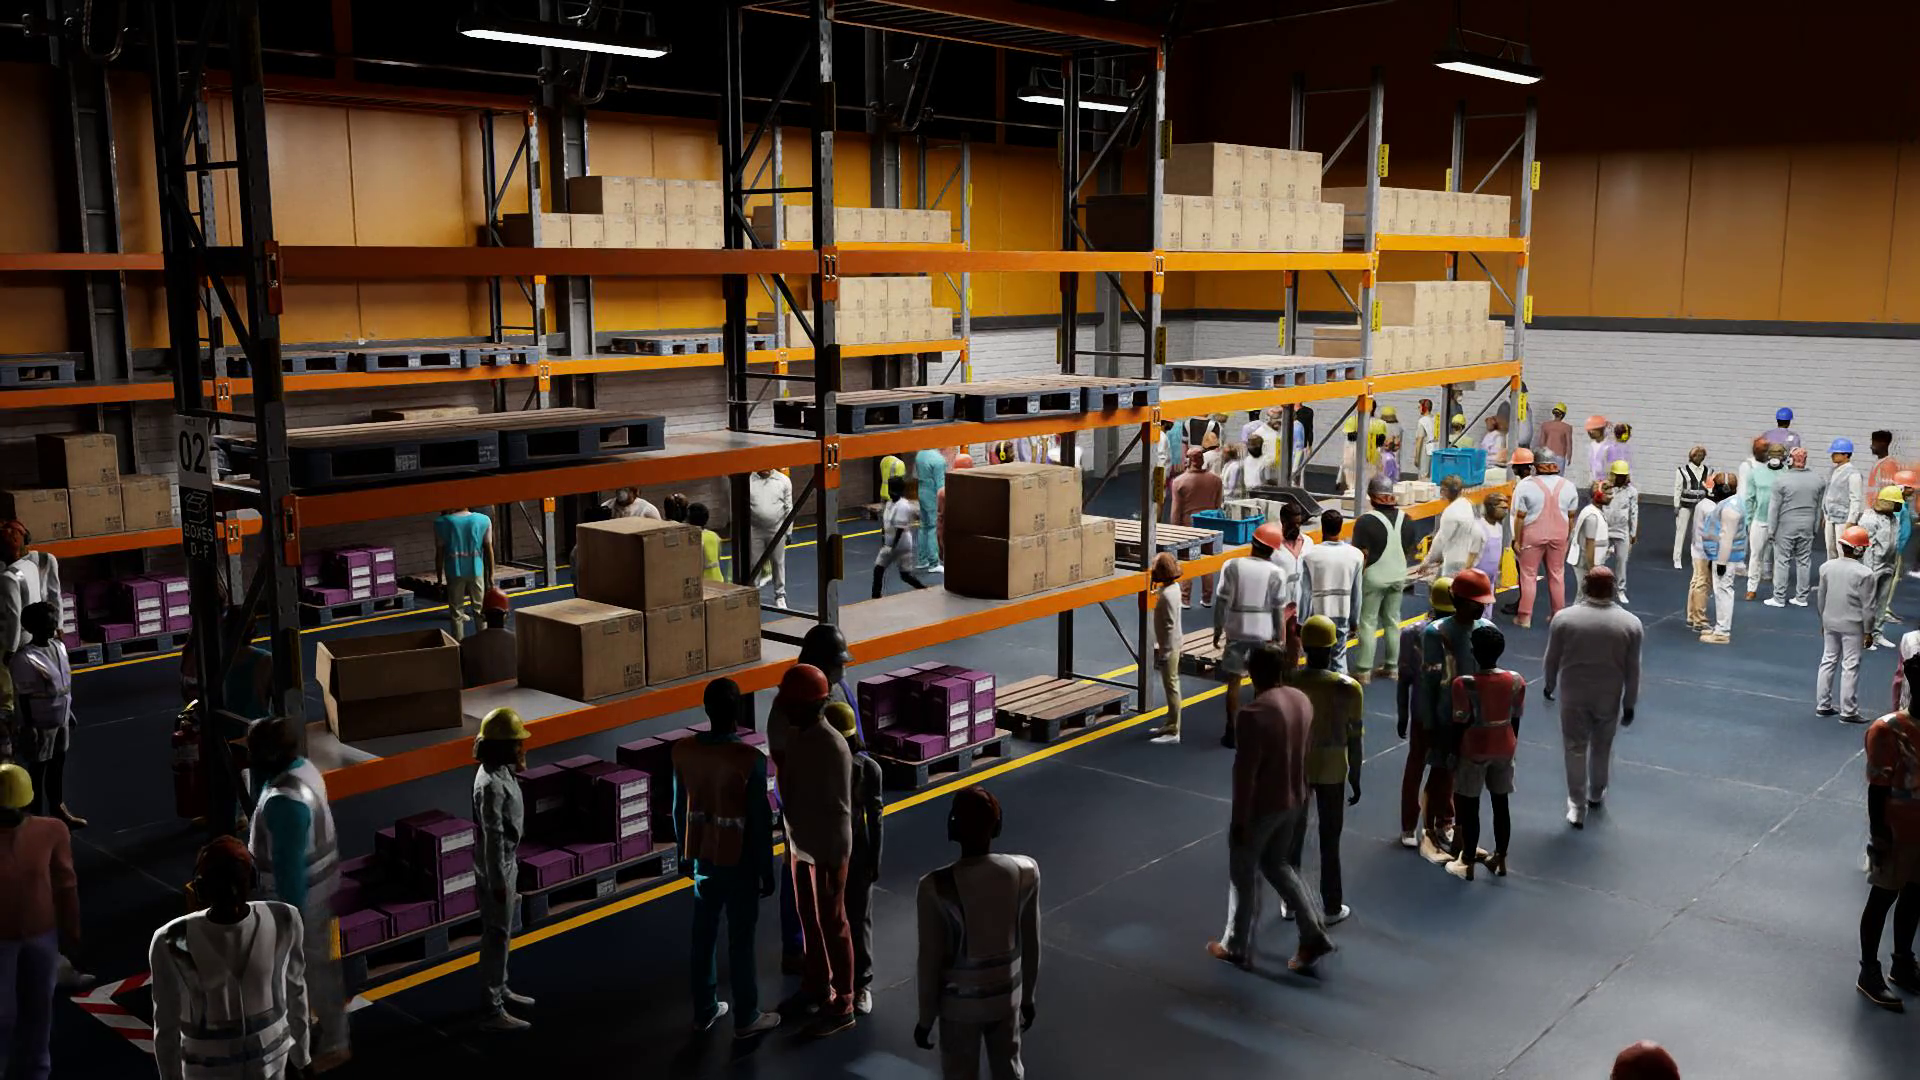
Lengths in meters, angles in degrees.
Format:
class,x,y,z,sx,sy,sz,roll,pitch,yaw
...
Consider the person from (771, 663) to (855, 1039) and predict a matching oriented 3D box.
class,x,y,z,sx,sy,sz,roll,pitch,yaw
person,-0.782,1.619,8.793,0.408,1.986,0.618,-6,11,-32

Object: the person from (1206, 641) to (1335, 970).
class,x,y,z,sx,sy,sz,roll,pitch,yaw
person,1.834,1.543,9.524,0.663,1.902,0.681,-8,12,-40

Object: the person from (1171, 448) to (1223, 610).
class,x,y,z,sx,sy,sz,roll,pitch,yaw
person,2.746,-0.133,19.497,0.639,1.904,0.409,-3,10,-17

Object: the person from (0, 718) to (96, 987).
class,x,y,z,sx,sy,sz,roll,pitch,yaw
person,-5.277,1.750,9.167,0.742,1.597,0.502,1,10,7

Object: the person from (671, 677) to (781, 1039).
class,x,y,z,sx,sy,sz,roll,pitch,yaw
person,-1.232,1.663,8.716,0.595,1.921,0.386,5,11,27

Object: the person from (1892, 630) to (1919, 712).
class,x,y,z,sx,sy,sz,roll,pitch,yaw
person,6.747,1.244,11.524,0.404,1.824,0.590,-6,11,-34

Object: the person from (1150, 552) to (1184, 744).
class,x,y,z,sx,sy,sz,roll,pitch,yaw
person,1.749,0.910,14.070,0.287,1.631,0.501,2,10,9

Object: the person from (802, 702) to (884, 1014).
class,x,y,z,sx,sy,sz,roll,pitch,yaw
person,-0.656,1.714,8.977,0.487,1.738,0.321,0,10,1

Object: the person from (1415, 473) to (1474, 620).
class,x,y,z,sx,sy,sz,roll,pitch,yaw
person,4.995,0.251,17.217,0.882,1.895,0.632,4,10,24

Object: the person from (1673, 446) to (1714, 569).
class,x,y,z,sx,sy,sz,roll,pitch,yaw
person,9.707,-0.430,22.035,0.514,1.644,0.307,0,10,0

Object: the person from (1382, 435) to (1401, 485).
class,x,y,z,sx,sy,sz,roll,pitch,yaw
person,6.061,-0.672,23.520,0.324,1.630,0.520,1,10,6

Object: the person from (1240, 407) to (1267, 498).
class,x,y,z,sx,sy,sz,roll,pitch,yaw
person,4.580,-1.217,25.936,0.592,1.915,0.391,-7,12,-37

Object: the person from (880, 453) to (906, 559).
class,x,y,z,sx,sy,sz,roll,pitch,yaw
person,-0.910,-0.585,22.833,0.322,1.686,0.538,-6,11,-31

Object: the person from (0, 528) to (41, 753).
class,x,y,z,sx,sy,sz,roll,pitch,yaw
person,-7.804,0.825,13.827,0.360,1.884,0.574,-2,10,-9

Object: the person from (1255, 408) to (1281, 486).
class,x,y,z,sx,sy,sz,roll,pitch,yaw
person,4.676,-1.035,24.910,0.656,1.893,0.399,-6,11,-31

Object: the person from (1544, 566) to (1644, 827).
class,x,y,z,sx,sy,sz,roll,pitch,yaw
person,4.608,1.109,12.170,0.646,1.869,0.864,2,10,14

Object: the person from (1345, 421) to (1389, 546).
class,x,y,z,sx,sy,sz,roll,pitch,yaw
person,5.716,-0.681,22.837,0.920,1.880,0.591,4,10,21

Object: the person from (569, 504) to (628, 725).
class,x,y,z,sx,sy,sz,roll,pitch,yaw
person,-3.152,0.658,14.579,0.605,1.966,0.367,8,13,41

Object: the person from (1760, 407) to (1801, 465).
class,x,y,z,sx,sy,sz,roll,pitch,yaw
person,11.964,-0.960,24.288,0.389,1.949,0.604,-7,12,-37

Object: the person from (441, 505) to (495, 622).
class,x,y,z,sx,sy,sz,roll,pitch,yaw
person,-5.543,-0.102,18.892,0.536,2.000,0.683,8,12,39

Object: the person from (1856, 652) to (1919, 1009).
class,x,y,z,sx,sy,sz,roll,pitch,yaw
person,5.219,1.572,9.123,0.607,1.966,0.367,-4,10,-21

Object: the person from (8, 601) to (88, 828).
class,x,y,z,sx,sy,sz,roll,pitch,yaw
person,-6.445,1.268,11.739,0.319,1.696,0.532,1,10,3

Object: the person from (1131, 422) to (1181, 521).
class,x,y,z,sx,sy,sz,roll,pitch,yaw
person,3.199,-1.260,26.155,1.085,1.932,0.619,-4,10,-24

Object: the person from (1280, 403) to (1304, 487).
class,x,y,z,sx,sy,sz,roll,pitch,yaw
person,4.950,-1.113,24.921,0.390,2.040,0.614,0,10,2

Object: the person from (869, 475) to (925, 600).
class,x,y,z,sx,sy,sz,roll,pitch,yaw
person,-0.715,0.055,19.136,0.835,1.645,0.520,-6,11,-30

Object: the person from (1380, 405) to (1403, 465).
class,x,y,z,sx,sy,sz,roll,pitch,yaw
person,6.980,-1.337,27.195,0.495,1.731,0.390,-1,10,-8

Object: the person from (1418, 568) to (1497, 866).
class,x,y,z,sx,sy,sz,roll,pitch,yaw
person,3.383,1.189,11.220,0.606,2.035,0.402,-4,10,-23

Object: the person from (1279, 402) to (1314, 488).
class,x,y,z,sx,sy,sz,roll,pitch,yaw
person,5.646,-1.602,27.979,0.618,1.997,0.373,-1,10,-6

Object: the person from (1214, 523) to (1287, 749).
class,x,y,z,sx,sy,sz,roll,pitch,yaw
person,2.429,0.799,13.955,0.593,1.895,0.432,1,10,8

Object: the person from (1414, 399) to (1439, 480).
class,x,y,z,sx,sy,sz,roll,pitch,yaw
person,7.640,-1.387,27.191,0.384,1.836,0.561,9,13,43

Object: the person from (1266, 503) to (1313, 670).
class,x,y,z,sx,sy,sz,roll,pitch,yaw
person,2.953,0.598,15.122,0.597,1.908,0.401,-6,11,-30

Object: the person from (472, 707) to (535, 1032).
class,x,y,z,sx,sy,sz,roll,pitch,yaw
person,-2.419,1.735,8.848,0.325,1.736,0.486,-2,10,-10

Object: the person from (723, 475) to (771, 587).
class,x,y,z,sx,sy,sz,roll,pitch,yaw
person,-2.655,-0.281,20.479,0.612,1.865,1.033,4,10,22

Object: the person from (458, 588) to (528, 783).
class,x,y,z,sx,sy,sz,roll,pitch,yaw
person,-3.317,1.209,11.957,0.571,1.743,0.353,-2,10,-13

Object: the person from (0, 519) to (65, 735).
class,x,y,z,sx,sy,sz,roll,pitch,yaw
person,-8.042,0.748,14.319,0.588,1.878,0.371,-3,10,-19

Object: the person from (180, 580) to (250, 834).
class,x,y,z,sx,sy,sz,roll,pitch,yaw
person,-5.279,1.186,11.800,0.429,1.844,0.623,-9,13,-44

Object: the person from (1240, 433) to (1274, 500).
class,x,y,z,sx,sy,sz,roll,pitch,yaw
person,3.865,-0.490,21.834,0.404,1.826,0.514,-5,11,-28

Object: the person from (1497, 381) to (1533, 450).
class,x,y,z,sx,sy,sz,roll,pitch,yaw
person,9.573,-1.722,28.565,0.673,2.000,0.536,-5,11,-28

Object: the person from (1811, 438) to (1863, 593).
class,x,y,z,sx,sy,sz,roll,pitch,yaw
person,10.660,-0.270,20.170,0.405,1.946,0.609,0,10,0

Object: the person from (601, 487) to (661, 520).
class,x,y,z,sx,sy,sz,roll,pitch,yaw
person,-3.341,0.282,16.602,0.682,2.000,0.537,2,10,9

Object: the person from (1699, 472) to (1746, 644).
class,x,y,z,sx,sy,sz,roll,pitch,yaw
person,8.164,0.186,17.803,0.429,1.836,0.630,5,11,26
